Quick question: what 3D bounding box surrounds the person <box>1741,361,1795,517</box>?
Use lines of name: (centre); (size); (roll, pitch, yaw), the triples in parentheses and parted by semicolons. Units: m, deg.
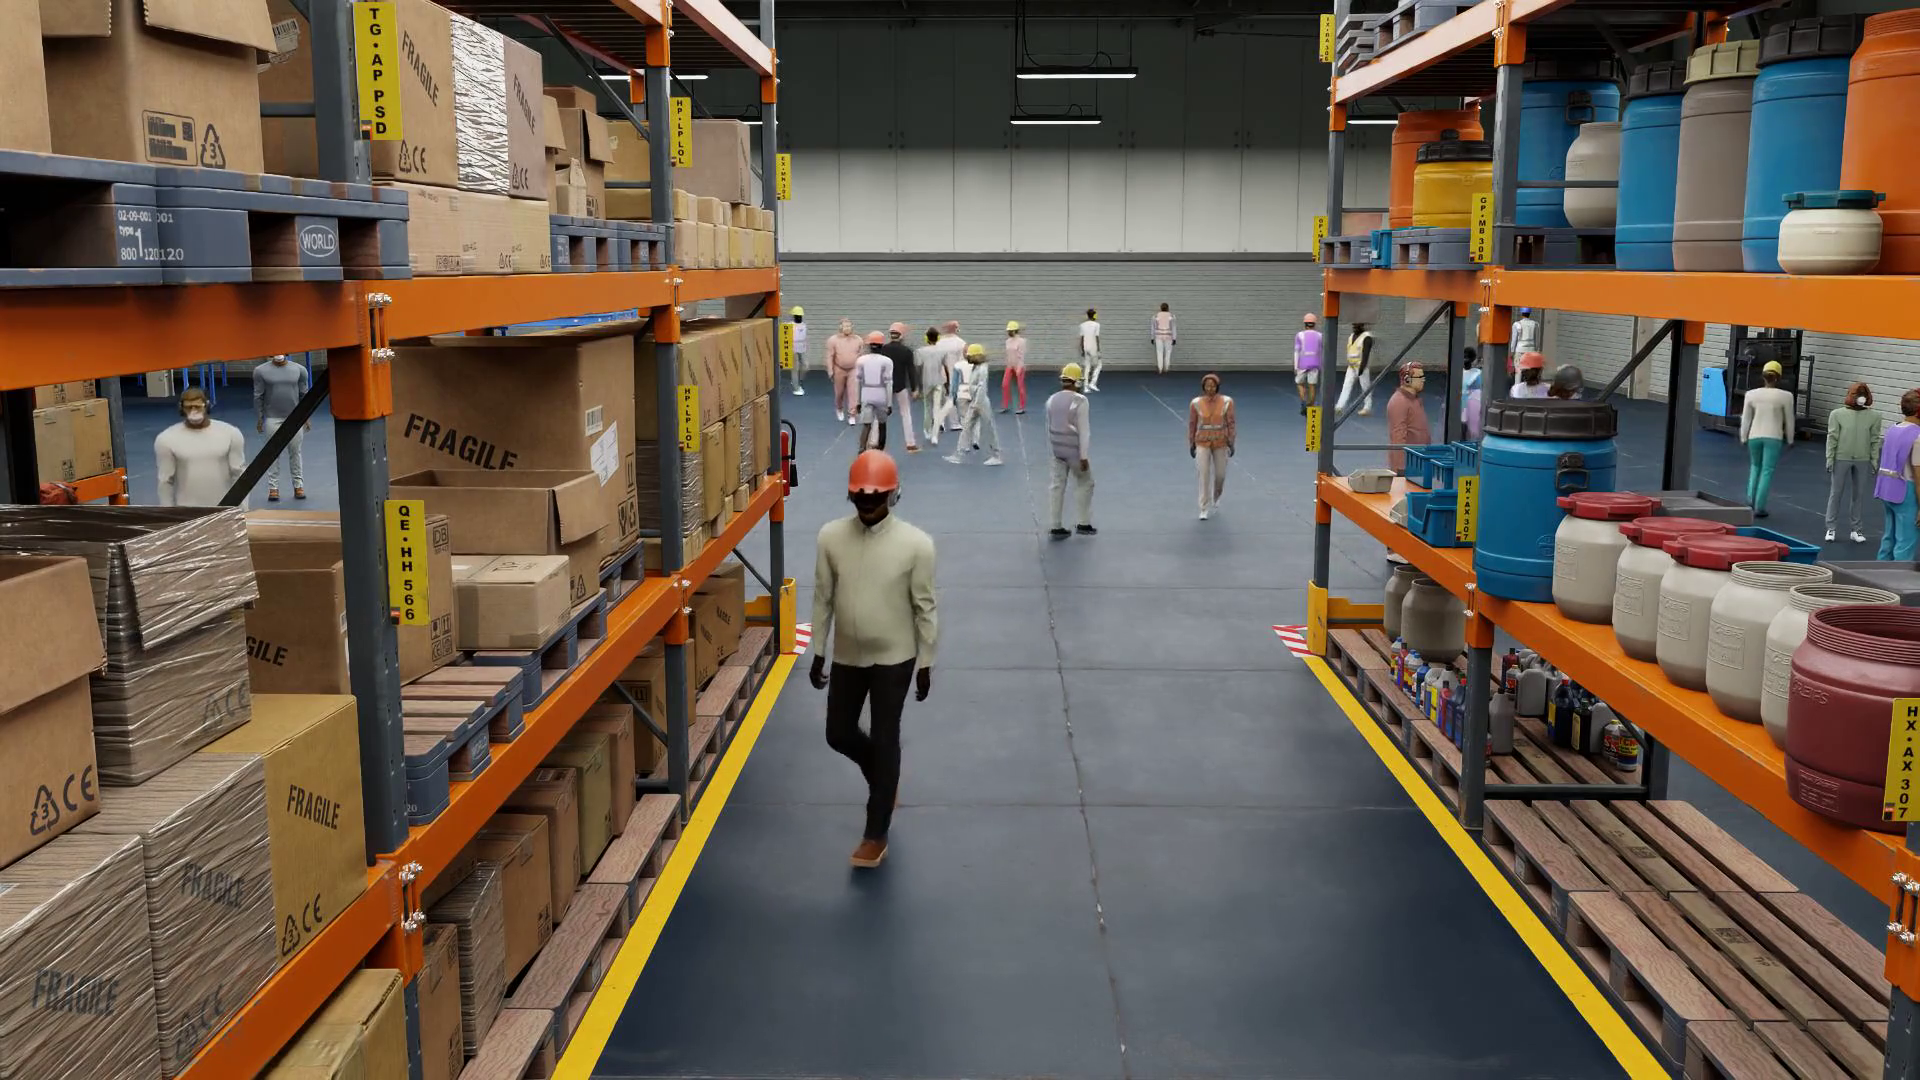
person: (9.138, -1.144, 18.788); (0.619, 1.744, 0.528); (-9, 13, -43)

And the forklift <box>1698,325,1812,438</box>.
forklift: (13.248, -3.165, 27.620); (1.129, 2.768, 1.873); (0, 9, 1)

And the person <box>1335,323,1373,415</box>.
person: (7.360, -3.225, 31.065); (0.919, 1.798, 0.648); (-4, 10, -23)

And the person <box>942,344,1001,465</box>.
person: (0.193, -1.892, 23.374); (0.890, 1.696, 0.506); (-5, 11, -26)

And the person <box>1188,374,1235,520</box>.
person: (2.827, -1.070, 18.706); (0.523, 1.619, 0.612); (1, 10, 6)

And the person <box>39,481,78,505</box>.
person: (-4.008, 0.673, 7.486); (0.573, 1.883, 0.356); (0, 9, 0)

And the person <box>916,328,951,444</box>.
person: (-0.422, -2.446, 26.370); (0.553, 1.812, 0.999); (0, 9, -3)

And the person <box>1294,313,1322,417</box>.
person: (6.444, -3.228, 30.747); (0.574, 1.917, 0.428); (0, 9, -2)

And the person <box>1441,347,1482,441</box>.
person: (7.214, -1.931, 23.778); (0.888, 1.649, 0.545); (-8, 12, -39)

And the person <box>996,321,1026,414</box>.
person: (0.983, -3.236, 31.346); (0.533, 1.739, 0.741); (9, 13, 42)

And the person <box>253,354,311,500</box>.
person: (-8.190, -1.465, 20.125); (0.636, 1.938, 0.354); (-5, 11, -27)

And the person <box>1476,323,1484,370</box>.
person: (11.975, -4.318, 37.771); (0.523, 1.771, 1.033); (5, 11, 30)

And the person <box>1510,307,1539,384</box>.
person: (12.067, -4.047, 35.563); (0.614, 1.947, 0.388); (-1, 10, -7)

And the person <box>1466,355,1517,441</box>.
person: (4.896, -0.737, 15.502); (0.539, 2.026, 0.617); (-2, 10, -10)

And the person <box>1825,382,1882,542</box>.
person: (9.146, -0.801, 17.053); (0.504, 1.636, 0.280); (2, 10, 13)

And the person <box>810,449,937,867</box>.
person: (-0.400, 0.534, 8.015); (0.638, 1.977, 0.669); (3, 10, 19)

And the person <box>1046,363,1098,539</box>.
person: (1.184, -0.926, 17.270); (0.670, 1.806, 0.618); (-9, 13, -42)

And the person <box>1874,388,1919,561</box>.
person: (7.593, -0.295, 13.378); (0.380, 1.849, 0.570); (0, 9, 3)

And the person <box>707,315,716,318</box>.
person: (-4.150, -2.802, 28.025); (0.629, 1.970, 0.673); (-2, 10, -12)

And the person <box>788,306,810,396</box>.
person: (-3.471, -4.065, 35.770); (0.421, 1.908, 0.598); (9, 13, 44)

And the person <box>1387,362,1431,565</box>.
person: (4.279, -0.739, 15.876); (0.407, 1.909, 0.639); (4, 10, 24)

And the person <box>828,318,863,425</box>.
person: (-2.031, -3.012, 29.582); (0.647, 1.881, 0.862); (-1, 10, -8)

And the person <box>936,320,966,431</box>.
person: (-0.172, -2.771, 28.130); (0.651, 1.882, 0.813); (8, 12, 40)

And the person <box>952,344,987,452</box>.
person: (0.137, -2.150, 25.134); (0.538, 1.623, 0.432); (0, 9, -2)

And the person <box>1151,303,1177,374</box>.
person: (5.267, -5.219, 43.027); (0.656, 1.827, 0.620); (1, 10, 7)

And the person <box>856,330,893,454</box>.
person: (-1.207, -1.965, 23.218); (0.551, 1.910, 0.845); (2, 10, 13)

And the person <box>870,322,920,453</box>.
person: (-0.980, -2.302, 25.091); (0.645, 1.974, 0.466); (2, 10, 14)

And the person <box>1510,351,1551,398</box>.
person: (6.135, -1.067, 17.807); (0.565, 1.917, 0.551); (-7, 12, -37)

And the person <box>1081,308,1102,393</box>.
person: (2.894, -4.149, 36.487); (0.559, 1.842, 0.513); (8, 13, 41)

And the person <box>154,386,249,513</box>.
person: (-5.760, -0.215, 12.694); (0.637, 1.921, 0.442); (-5, 11, -25)

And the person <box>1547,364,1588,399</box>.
person: (5.285, -0.580, 14.649); (0.722, 2.000, 0.723); (1, 10, 8)
